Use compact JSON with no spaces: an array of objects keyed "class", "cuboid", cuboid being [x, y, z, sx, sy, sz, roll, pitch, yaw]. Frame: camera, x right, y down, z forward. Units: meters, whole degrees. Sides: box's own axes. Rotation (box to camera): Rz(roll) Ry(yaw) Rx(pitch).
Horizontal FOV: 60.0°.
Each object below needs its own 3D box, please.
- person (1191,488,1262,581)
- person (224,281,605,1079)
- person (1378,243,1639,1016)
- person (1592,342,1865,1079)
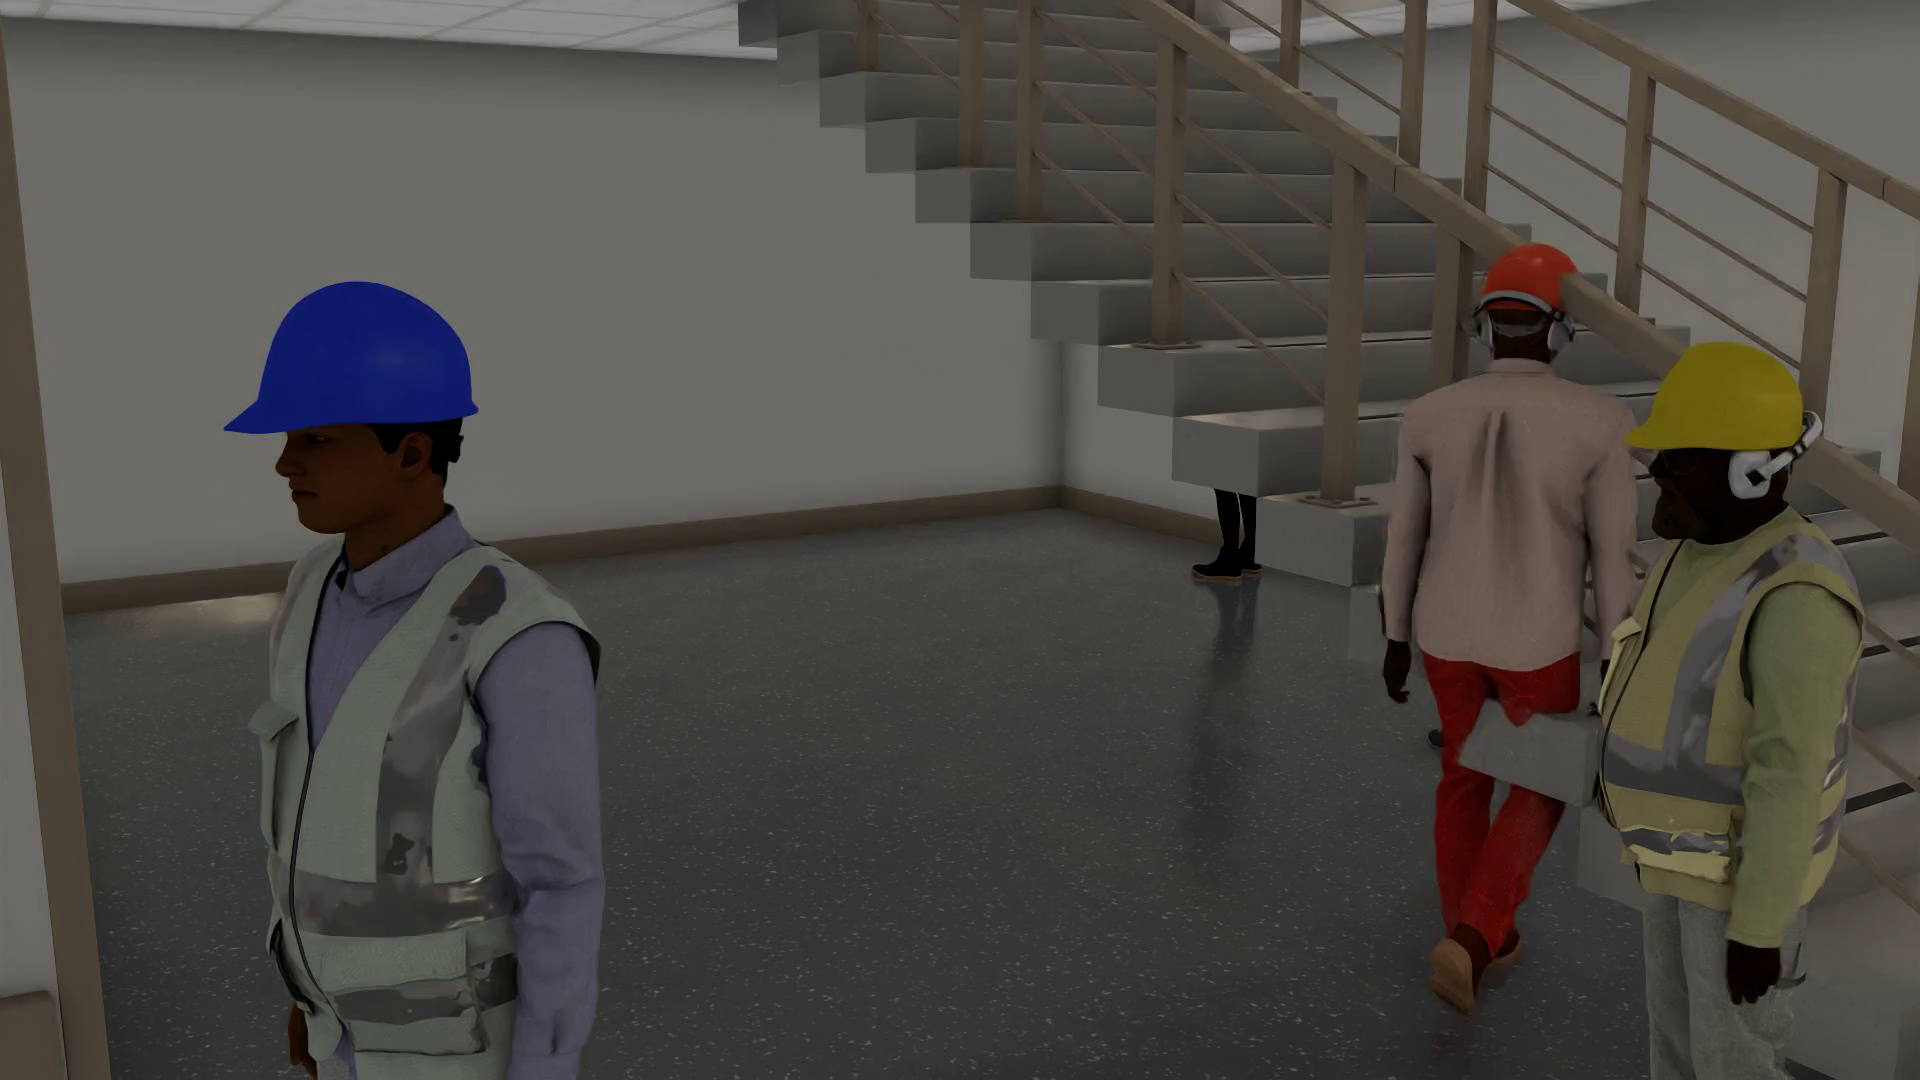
[{"class":"person","cuboid":[1.512,-0.740,9.491,0.415,1.948,0.605,8,14,37]},{"class":"person","cuboid":[-0.721,0.636,2.240,0.602,1.949,0.393,9,14,39]},{"class":"person","cuboid":[1.339,0.250,4.193,0.643,1.977,0.695,9,14,39]},{"class":"person","cuboid":[1.350,0.559,2.997,0.404,1.823,0.591,1,11,4]}]
